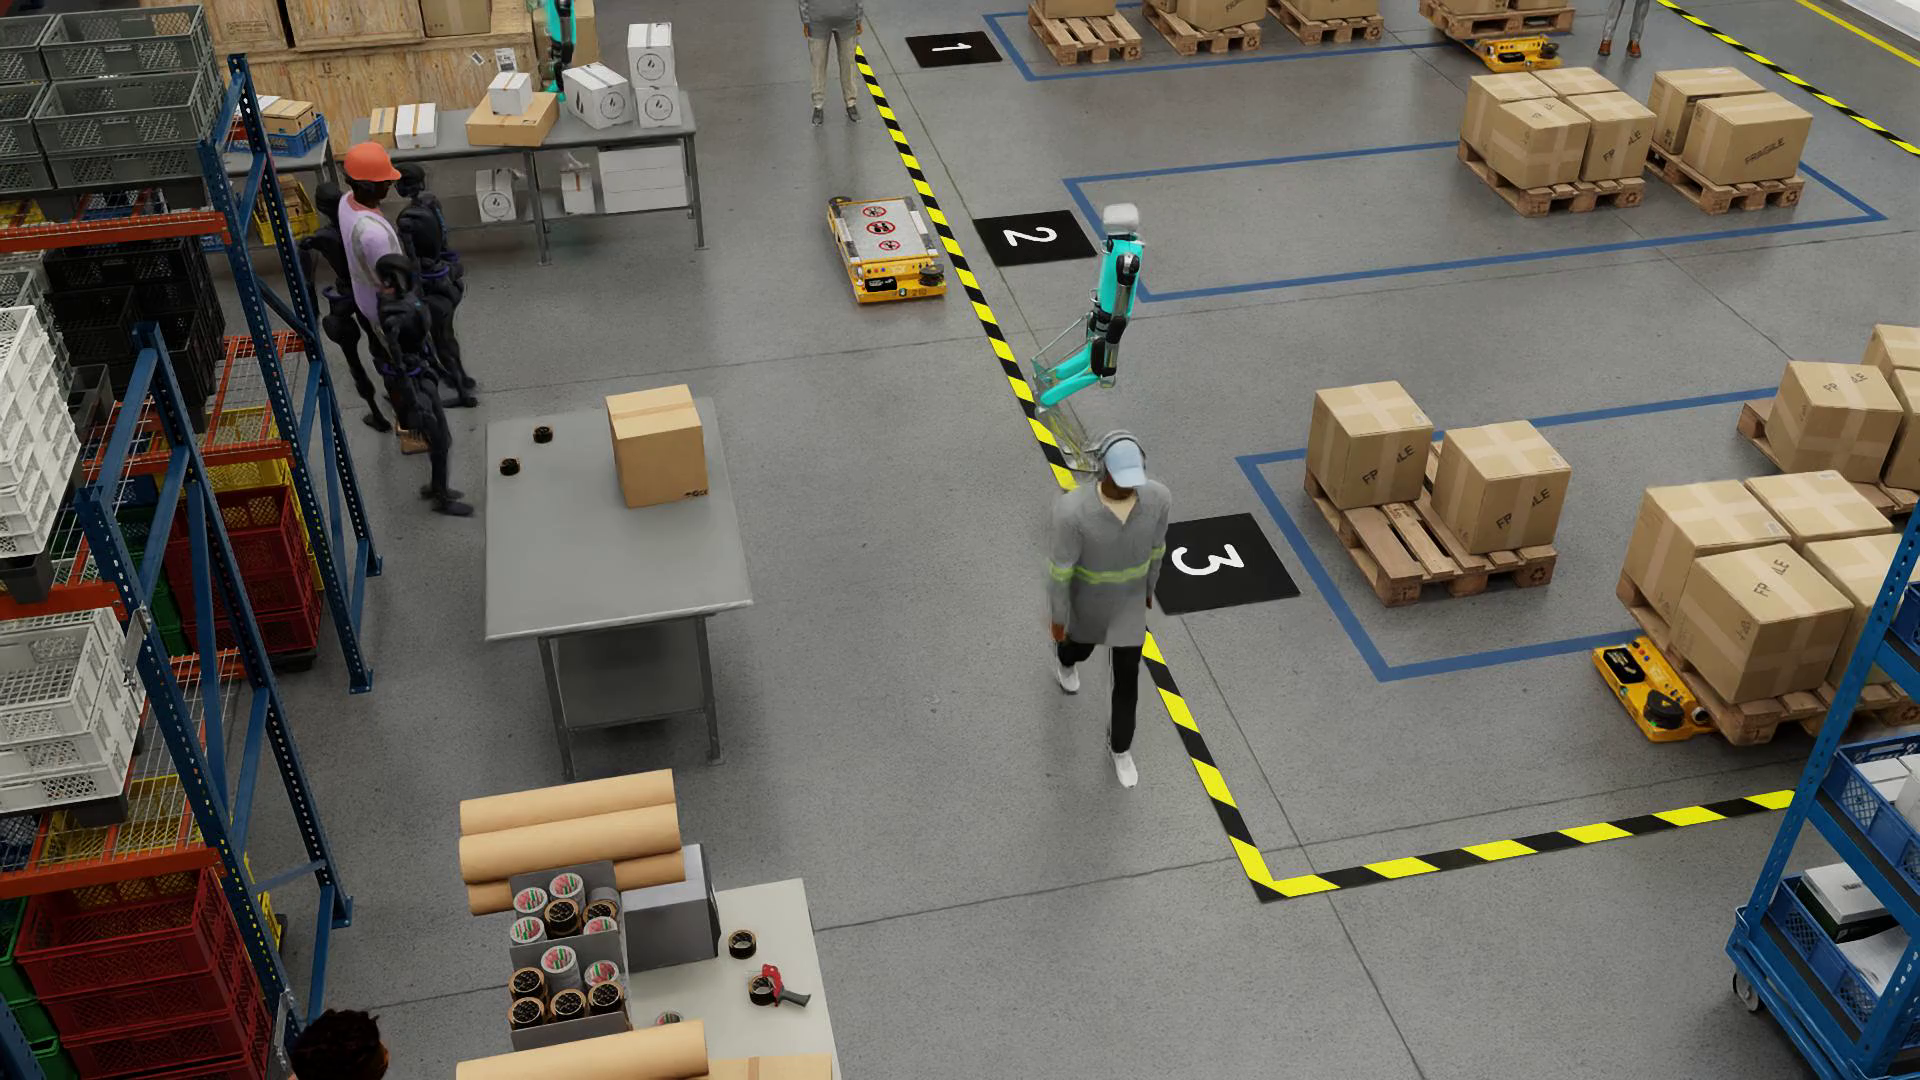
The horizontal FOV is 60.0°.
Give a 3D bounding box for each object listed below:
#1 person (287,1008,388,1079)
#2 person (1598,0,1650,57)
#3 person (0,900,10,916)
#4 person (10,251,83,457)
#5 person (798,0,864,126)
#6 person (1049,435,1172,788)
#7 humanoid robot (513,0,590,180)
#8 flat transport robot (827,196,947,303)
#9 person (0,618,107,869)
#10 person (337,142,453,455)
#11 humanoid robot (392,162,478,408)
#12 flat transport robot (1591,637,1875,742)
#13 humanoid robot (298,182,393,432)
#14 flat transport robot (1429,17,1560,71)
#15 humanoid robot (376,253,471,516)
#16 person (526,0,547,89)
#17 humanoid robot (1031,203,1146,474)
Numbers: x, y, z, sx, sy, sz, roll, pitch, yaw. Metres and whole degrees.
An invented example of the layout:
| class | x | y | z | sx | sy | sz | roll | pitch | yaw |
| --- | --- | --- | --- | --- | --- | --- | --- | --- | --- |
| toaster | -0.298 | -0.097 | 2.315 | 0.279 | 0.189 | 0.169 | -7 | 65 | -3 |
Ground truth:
| class | x | y | z | sx | sy | sz | roll | pitch | yaw |
| --- | --- | --- | --- | --- | --- | --- | --- | --- | --- |
| person | -1.782 | 2.164 | 5.224 | 0.604 | 1.966 | 0.374 | 26 | 44 | 31 |
| person | 6.394 | -5.465 | 15.545 | 0.590 | 1.883 | 0.373 | 7 | 37 | 9 |
| person | -4.690 | 0.952 | 6.986 | 0.796 | 1.801 | 0.594 | -6 | 37 | -8 |
| person | -5.403 | -1.009 | 9.569 | 0.597 | 1.868 | 0.416 | -27 | 44 | -31 |
| person | -1.102 | -4.467 | 14.299 | 0.564 | 1.769 | 0.395 | -7 | 37 | -9 |
| person | 0.690 | 0.225 | 7.957 | 0.590 | 1.822 | 0.896 | -7 | 37 | -9 |
| humanoid robot | -3.399 | -3.692 | 13.369 | 0.793 | 1.881 | 0.559 | -11 | 38 | -14 |
| flat transport robot | -0.570 | -2.220 | 12.538 | 0.659 | 0.231 | 1.431 | -8 | 37 | -10 |
| person | -4.161 | 0.779 | 7.194 | 0.625 | 1.843 | 0.429 | -15 | 39 | -20 |
| person | -3.414 | -1.428 | 10.007 | 0.404 | 2.029 | 0.606 | -20 | 41 | -25 |
| humanoid robot | -3.327 | -1.594 | 10.514 | 0.325 | 1.653 | 0.610 | 4 | 37 | 5 |
| flat transport robot | 4.105 | 0.679 | 8.618 | 1.431 | 0.197 | 0.652 | -6 | 37 | -8 |
| humanoid robot | -3.782 | -1.441 | 10.306 | 0.368 | 1.657 | 0.591 | 31 | 46 | 34 |
| flat transport robot | 5.179 | -4.916 | 16.137 | 0.652 | 0.197 | 1.431 | -8 | 37 | -10 |
| humanoid robot | -3.119 | -0.899 | 9.592 | 0.335 | 1.663 | 0.612 | -1 | 37 | -1 |
| person | -3.456 | -4.544 | 14.265 | 0.412 | 1.939 | 0.602 | 22 | 42 | 27 |
| humanoid robot | 0.682 | -1.172 | 9.786 | 0.735 | 1.677 | 0.533 | -1 | 37 | -1 |
